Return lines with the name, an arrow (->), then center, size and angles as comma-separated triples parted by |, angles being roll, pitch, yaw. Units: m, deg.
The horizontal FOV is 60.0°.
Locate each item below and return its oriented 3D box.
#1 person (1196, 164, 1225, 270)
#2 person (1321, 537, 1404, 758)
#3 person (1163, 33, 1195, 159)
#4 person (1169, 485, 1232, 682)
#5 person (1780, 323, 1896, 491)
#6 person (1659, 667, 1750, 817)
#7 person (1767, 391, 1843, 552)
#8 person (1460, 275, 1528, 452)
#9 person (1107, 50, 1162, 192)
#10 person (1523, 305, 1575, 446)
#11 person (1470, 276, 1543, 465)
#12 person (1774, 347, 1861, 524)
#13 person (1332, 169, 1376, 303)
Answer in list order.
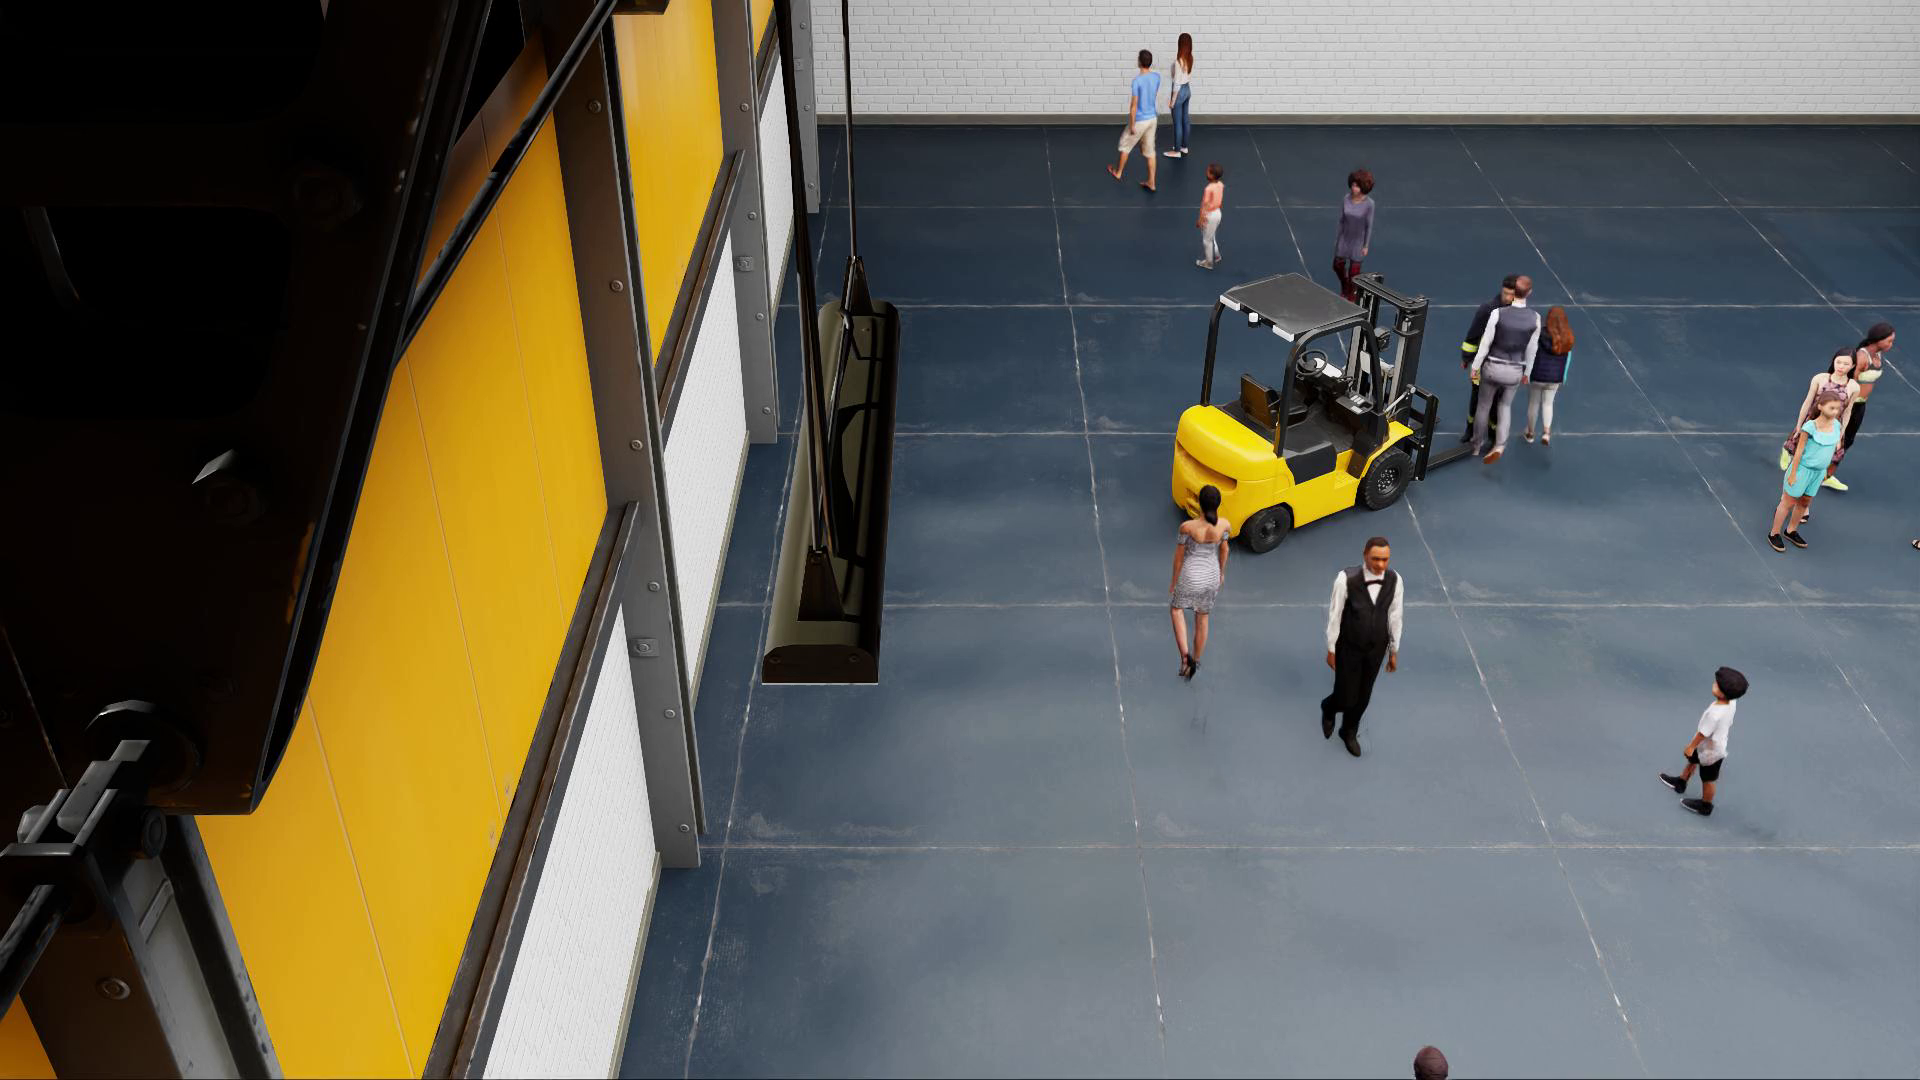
person -> 3.089, -3.890, 20.076 | 0.657, 1.299, 0.593 | 24, 40, 31
person -> 3.006, 0.742, 12.557 | 0.749, 1.908, 0.773 | -4, 34, -6
person -> 3.086, -6.200, 23.163 | 0.712, 1.728, 0.629 | 23, 40, 31
person -> 1.905, 0.402, 13.153 | 0.674, 1.813, 0.652 | -6, 34, -8
person -> 8.348, -1.275, 15.747 | 0.859, 1.736, 0.975 | -17, 37, -23
person -> 5.501, 1.490, 12.032 | 0.755, 1.244, 0.704 | 25, 41, 33
person -> 7.624, -0.637, 14.947 | 0.598, 1.558, 0.608 | -7, 34, -11
person -> 5.294, -1.760, 16.320 | 0.943, 1.910, 0.956 | 26, 42, 33
person -> 2.486, -5.528, 22.057 | 0.979, 1.833, 1.171 | -18, 38, -25
person -> 5.788, -1.581, 16.429 | 0.584, 1.490, 0.722 | 2, 34, 3
person -> 5.269, -1.591, 16.060 | 0.809, 1.917, 0.984 | 3, 34, 4
person -> 7.868, -0.957, 15.233 | 0.783, 1.774, 0.815 | 15, 37, 22
person -> 4.540, -3.427, 19.017 | 0.758, 1.699, 0.821 | 23, 40, 30
